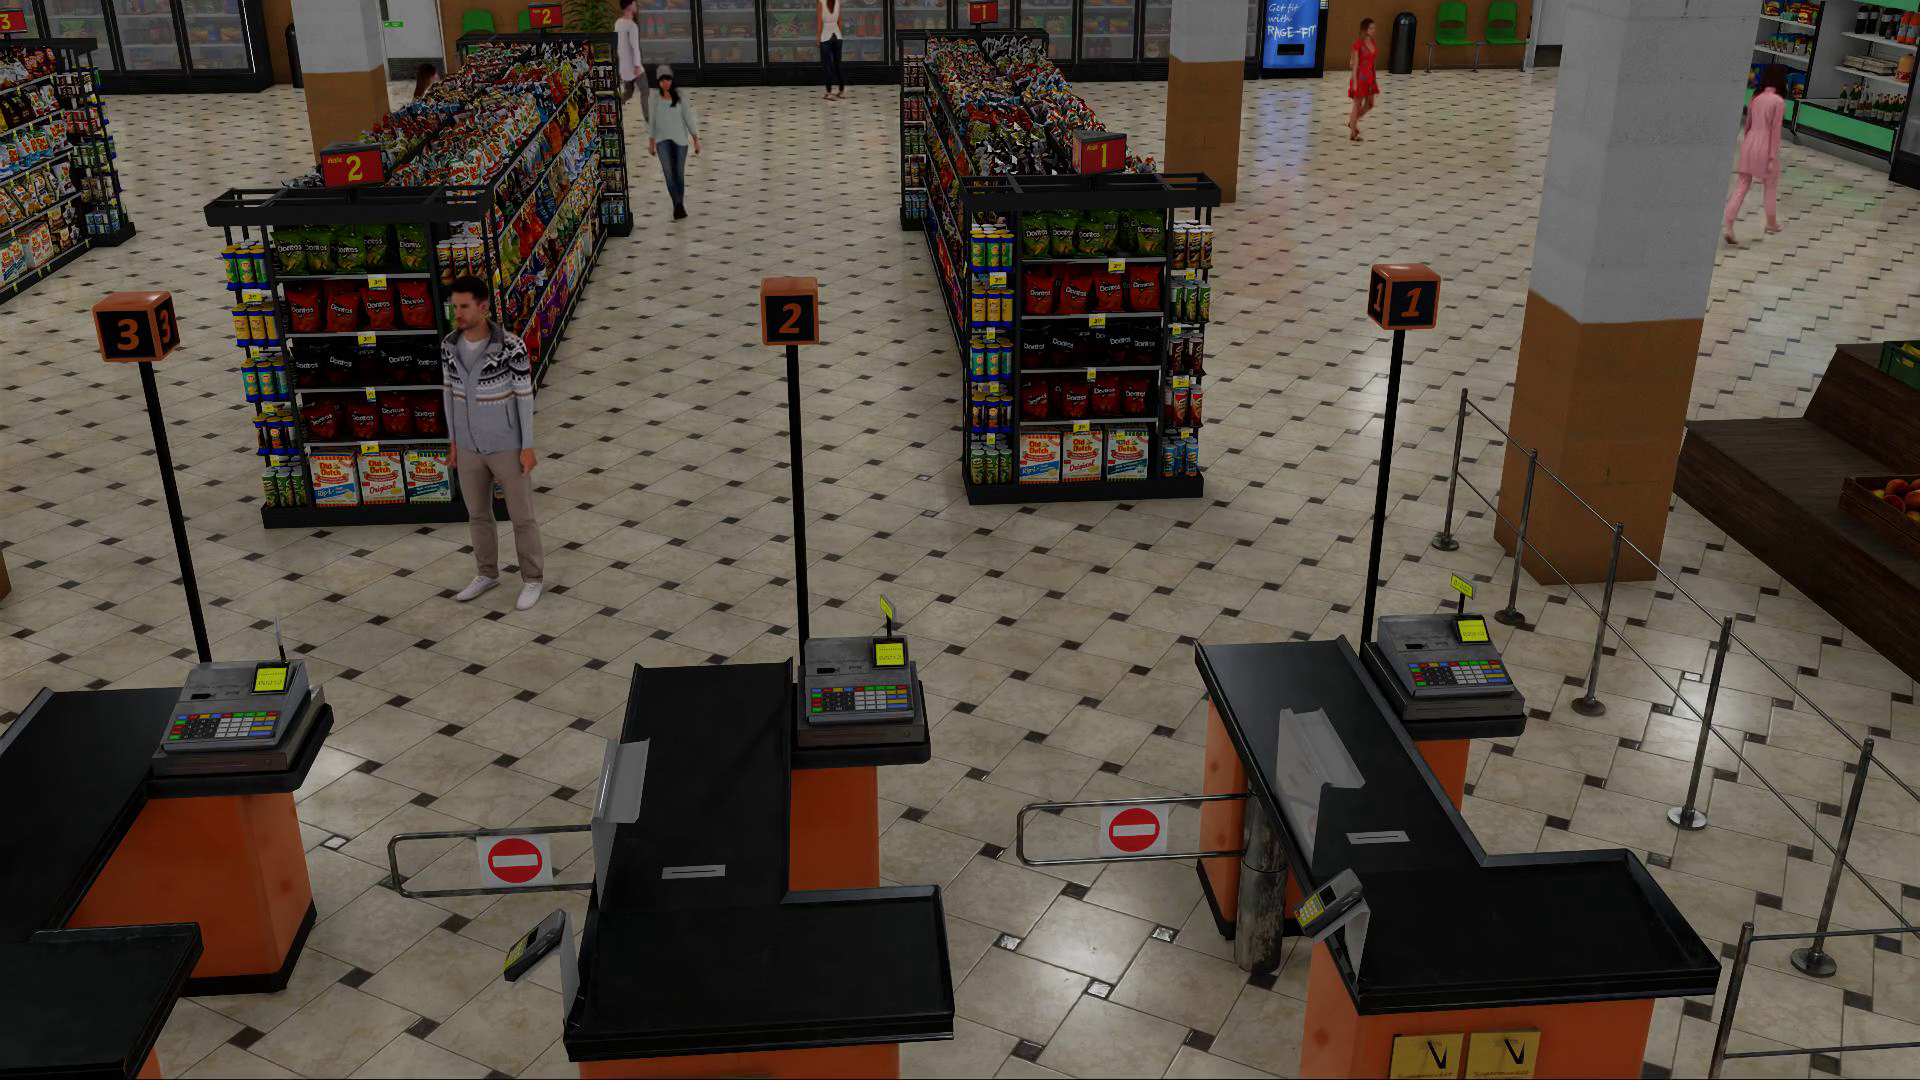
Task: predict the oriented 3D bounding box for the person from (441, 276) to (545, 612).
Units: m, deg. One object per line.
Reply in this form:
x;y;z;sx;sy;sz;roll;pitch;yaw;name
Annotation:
-2.552;-0.545;9.072;0.752;1.860;0.703;7;24;15;person

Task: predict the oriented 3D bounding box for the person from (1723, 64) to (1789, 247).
7.924;-3.806;16.648;1.000;1.761;1.130;-12;27;-26;person

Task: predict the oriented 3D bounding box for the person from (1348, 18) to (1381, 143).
5.310;-6.146;22.215;0.737;1.585;0.809;-15;28;-31;person

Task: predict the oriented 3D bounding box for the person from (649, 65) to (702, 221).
-3.117;-4.280;17.900;0.753;1.626;0.788;-7;25;-16;person

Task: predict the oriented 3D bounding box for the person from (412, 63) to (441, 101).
-5.607;-4.133;17.498;0.824;1.679;0.881;16;28;32;person

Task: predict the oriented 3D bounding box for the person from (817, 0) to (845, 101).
-1.966;-7.667;25.449;0.660;1.779;0.676;-15;28;-31;person

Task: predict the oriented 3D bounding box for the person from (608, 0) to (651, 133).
-4.532;-6.436;22.590;1.128;1.815;1.127;-20;31;-39;person
